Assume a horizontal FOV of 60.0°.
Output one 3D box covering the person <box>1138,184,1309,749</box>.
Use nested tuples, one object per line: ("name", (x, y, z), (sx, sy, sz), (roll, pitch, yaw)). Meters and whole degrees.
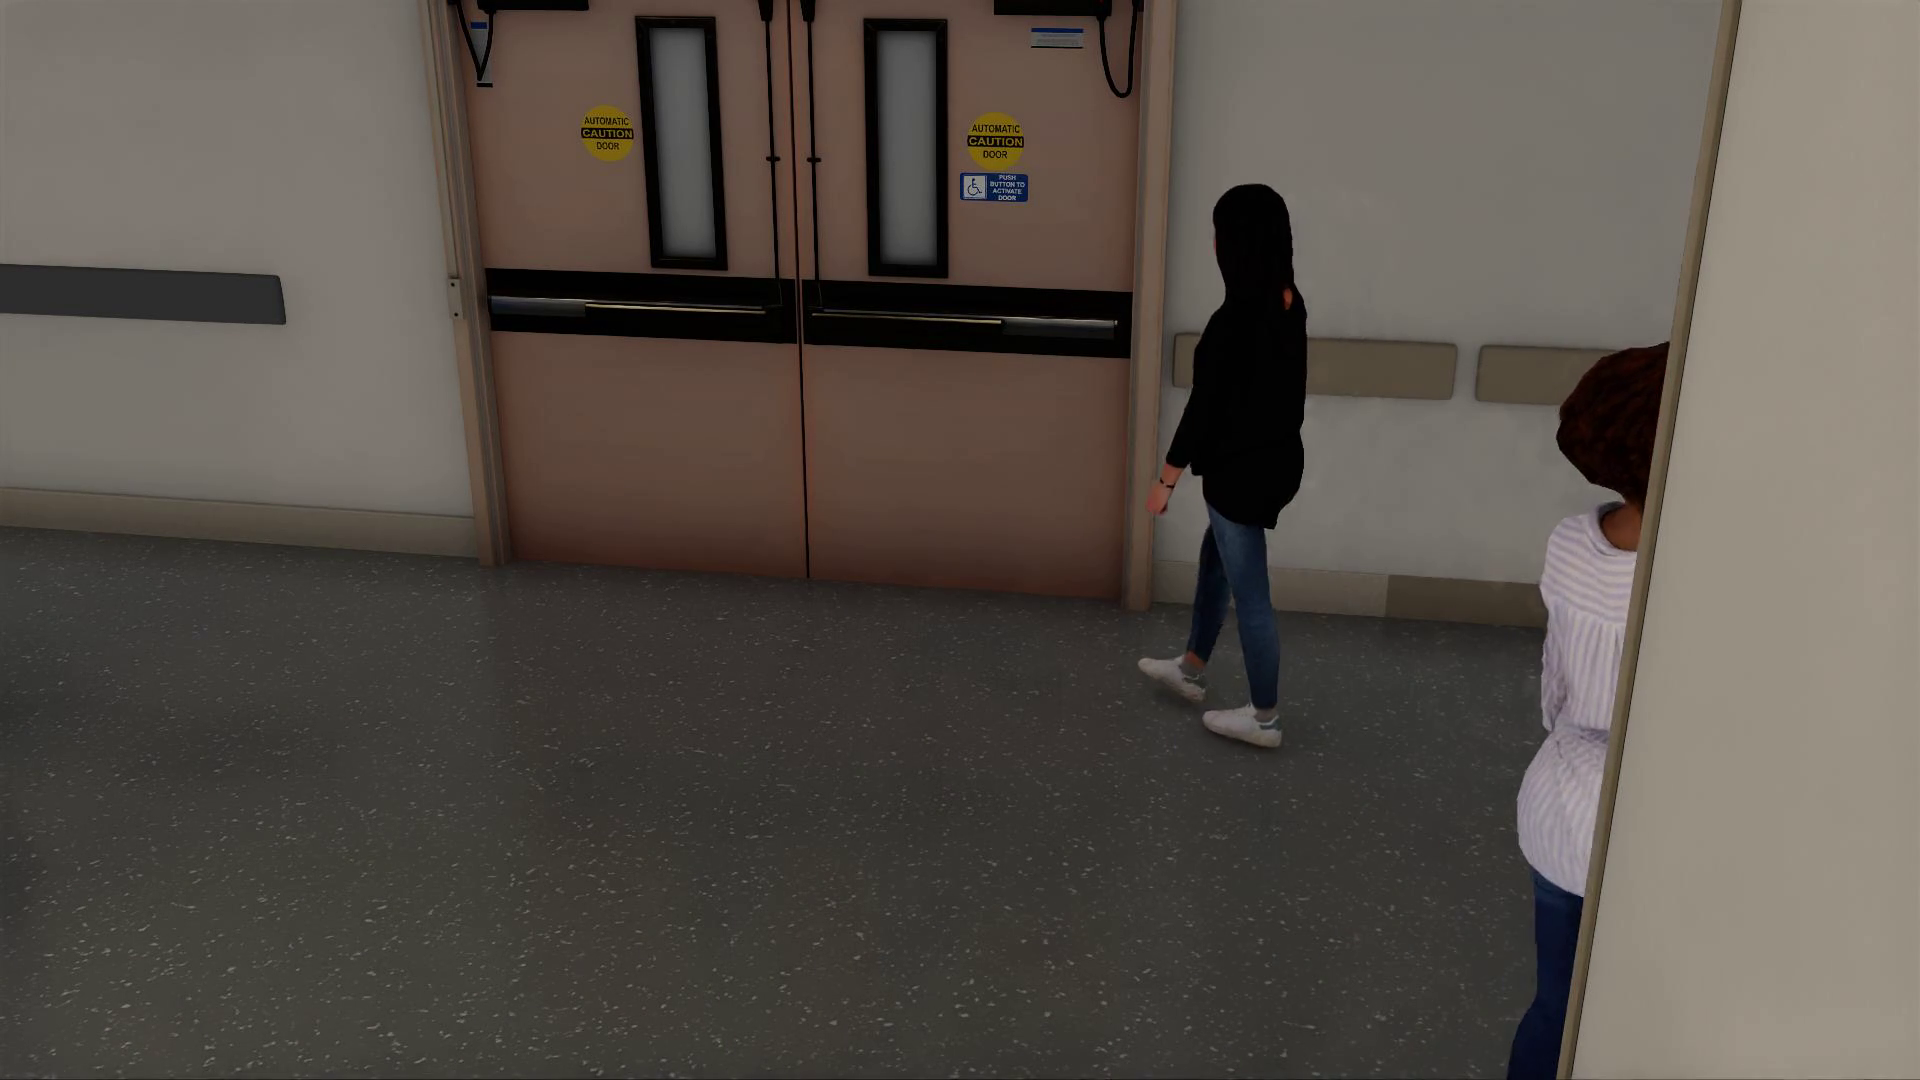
("person", (0.878, -0.169, 4.724), (0.895, 1.632, 0.771), (16, 26, 35))

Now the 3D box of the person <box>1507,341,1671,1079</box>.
("person", (1.059, 0.513, 2.830), (0.801, 1.698, 0.760), (-9, 23, -23))
